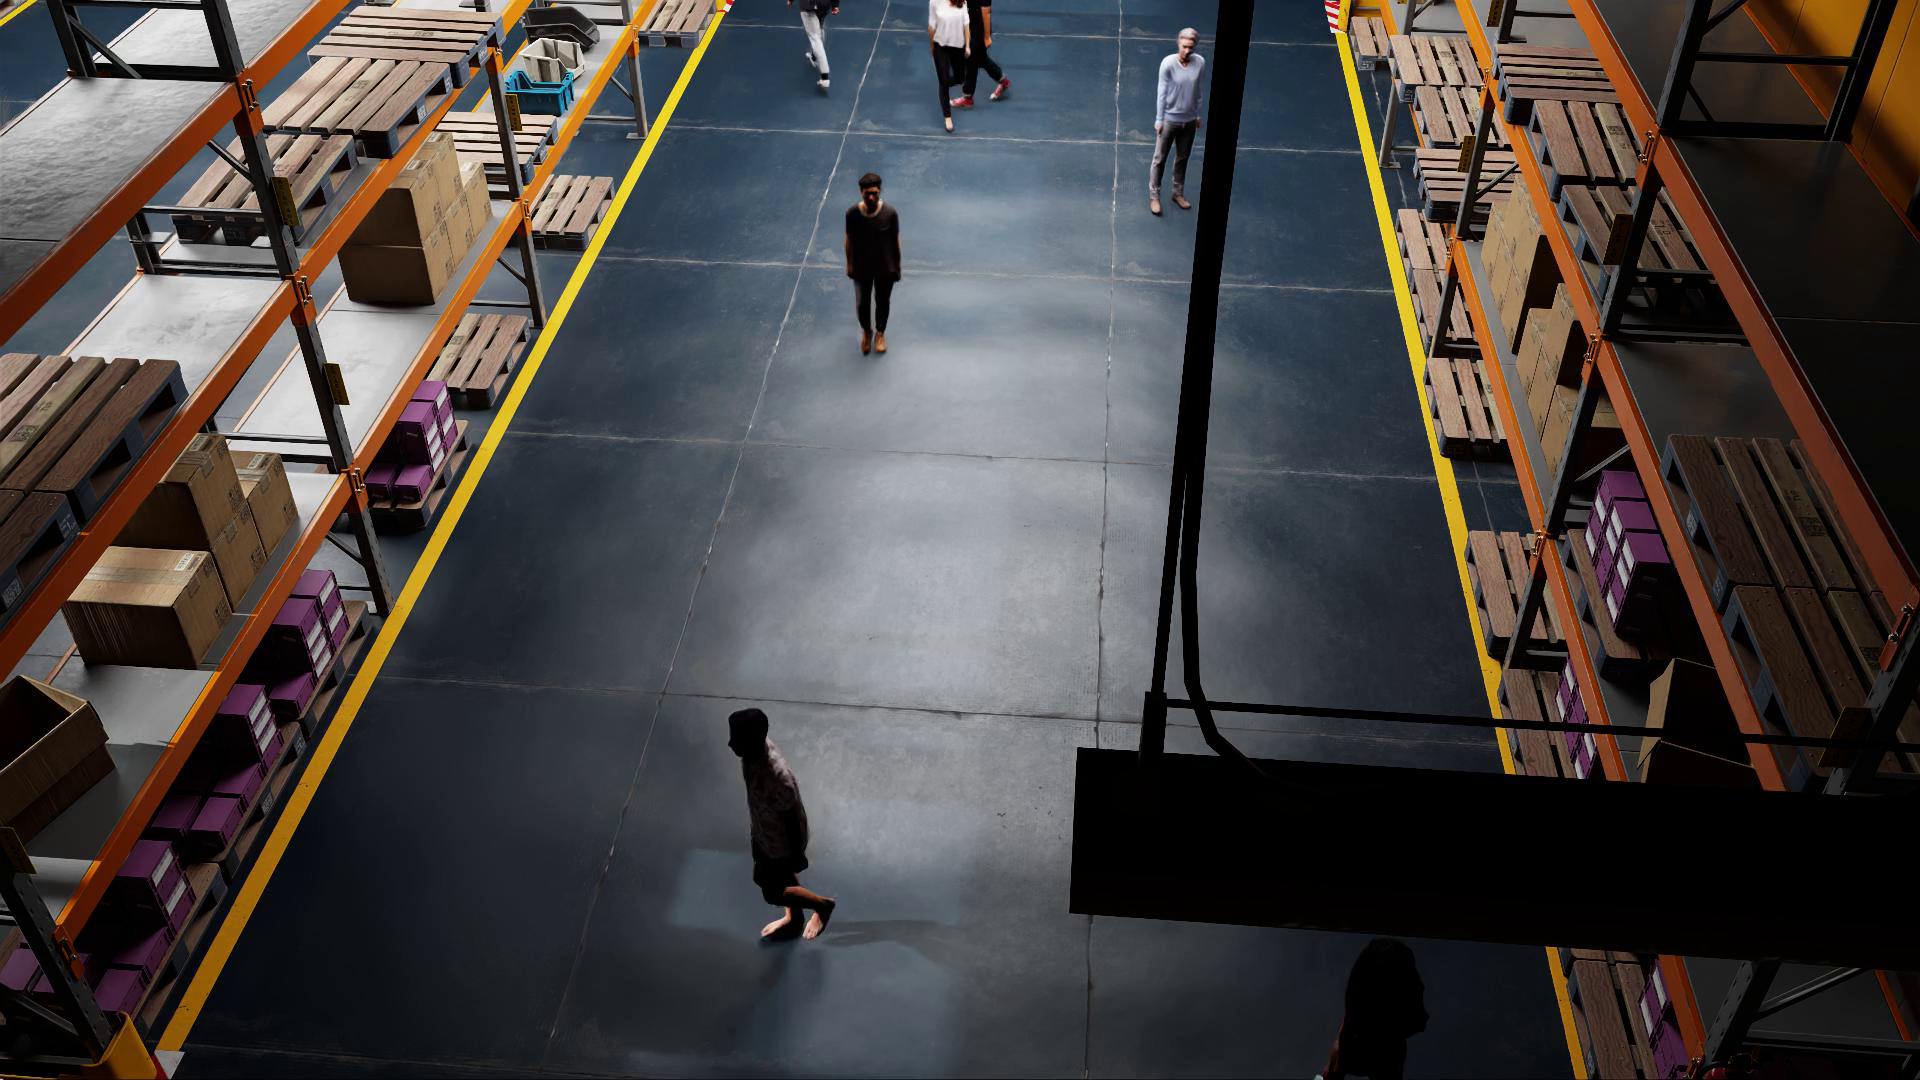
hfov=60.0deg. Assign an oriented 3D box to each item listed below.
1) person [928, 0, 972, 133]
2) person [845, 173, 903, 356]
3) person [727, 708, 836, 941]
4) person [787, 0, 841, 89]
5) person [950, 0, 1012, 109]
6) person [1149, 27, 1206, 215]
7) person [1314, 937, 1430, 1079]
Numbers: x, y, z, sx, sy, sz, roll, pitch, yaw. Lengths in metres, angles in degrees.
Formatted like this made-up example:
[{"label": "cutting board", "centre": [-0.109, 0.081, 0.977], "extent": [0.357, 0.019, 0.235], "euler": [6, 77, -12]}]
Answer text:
[{"label": "person", "centre": [-0.140, -5.380, 18.140], "extent": [0.832, 1.775, 1.039], "euler": [-11, 40, -13]}, {"label": "person", "centre": [-0.760, -2.458, 14.535], "extent": [0.676, 1.707, 0.623], "euler": [-3, 39, -3]}, {"label": "person", "centre": [-0.942, 1.591, 9.393], "extent": [0.909, 1.796, 0.837], "euler": [-16, 41, -19]}, {"label": "person", "centre": [-1.626, -6.102, 18.940], "extent": [1.110, 1.904, 1.369], "euler": [-14, 41, -17]}, {"label": "person", "centre": [0.274, -5.725, 18.600], "extent": [0.960, 1.739, 1.073], "euler": [-12, 40, -15]}, {"label": "person", "centre": [2.158, -4.195, 16.564], "extent": [0.740, 1.888, 0.715], "euler": [-11, 40, -13]}, {"label": "person", "centre": [2.070, 2.645, 8.247], "extent": [0.698, 1.581, 1.089], "euler": [-4, 39, -5]}]
